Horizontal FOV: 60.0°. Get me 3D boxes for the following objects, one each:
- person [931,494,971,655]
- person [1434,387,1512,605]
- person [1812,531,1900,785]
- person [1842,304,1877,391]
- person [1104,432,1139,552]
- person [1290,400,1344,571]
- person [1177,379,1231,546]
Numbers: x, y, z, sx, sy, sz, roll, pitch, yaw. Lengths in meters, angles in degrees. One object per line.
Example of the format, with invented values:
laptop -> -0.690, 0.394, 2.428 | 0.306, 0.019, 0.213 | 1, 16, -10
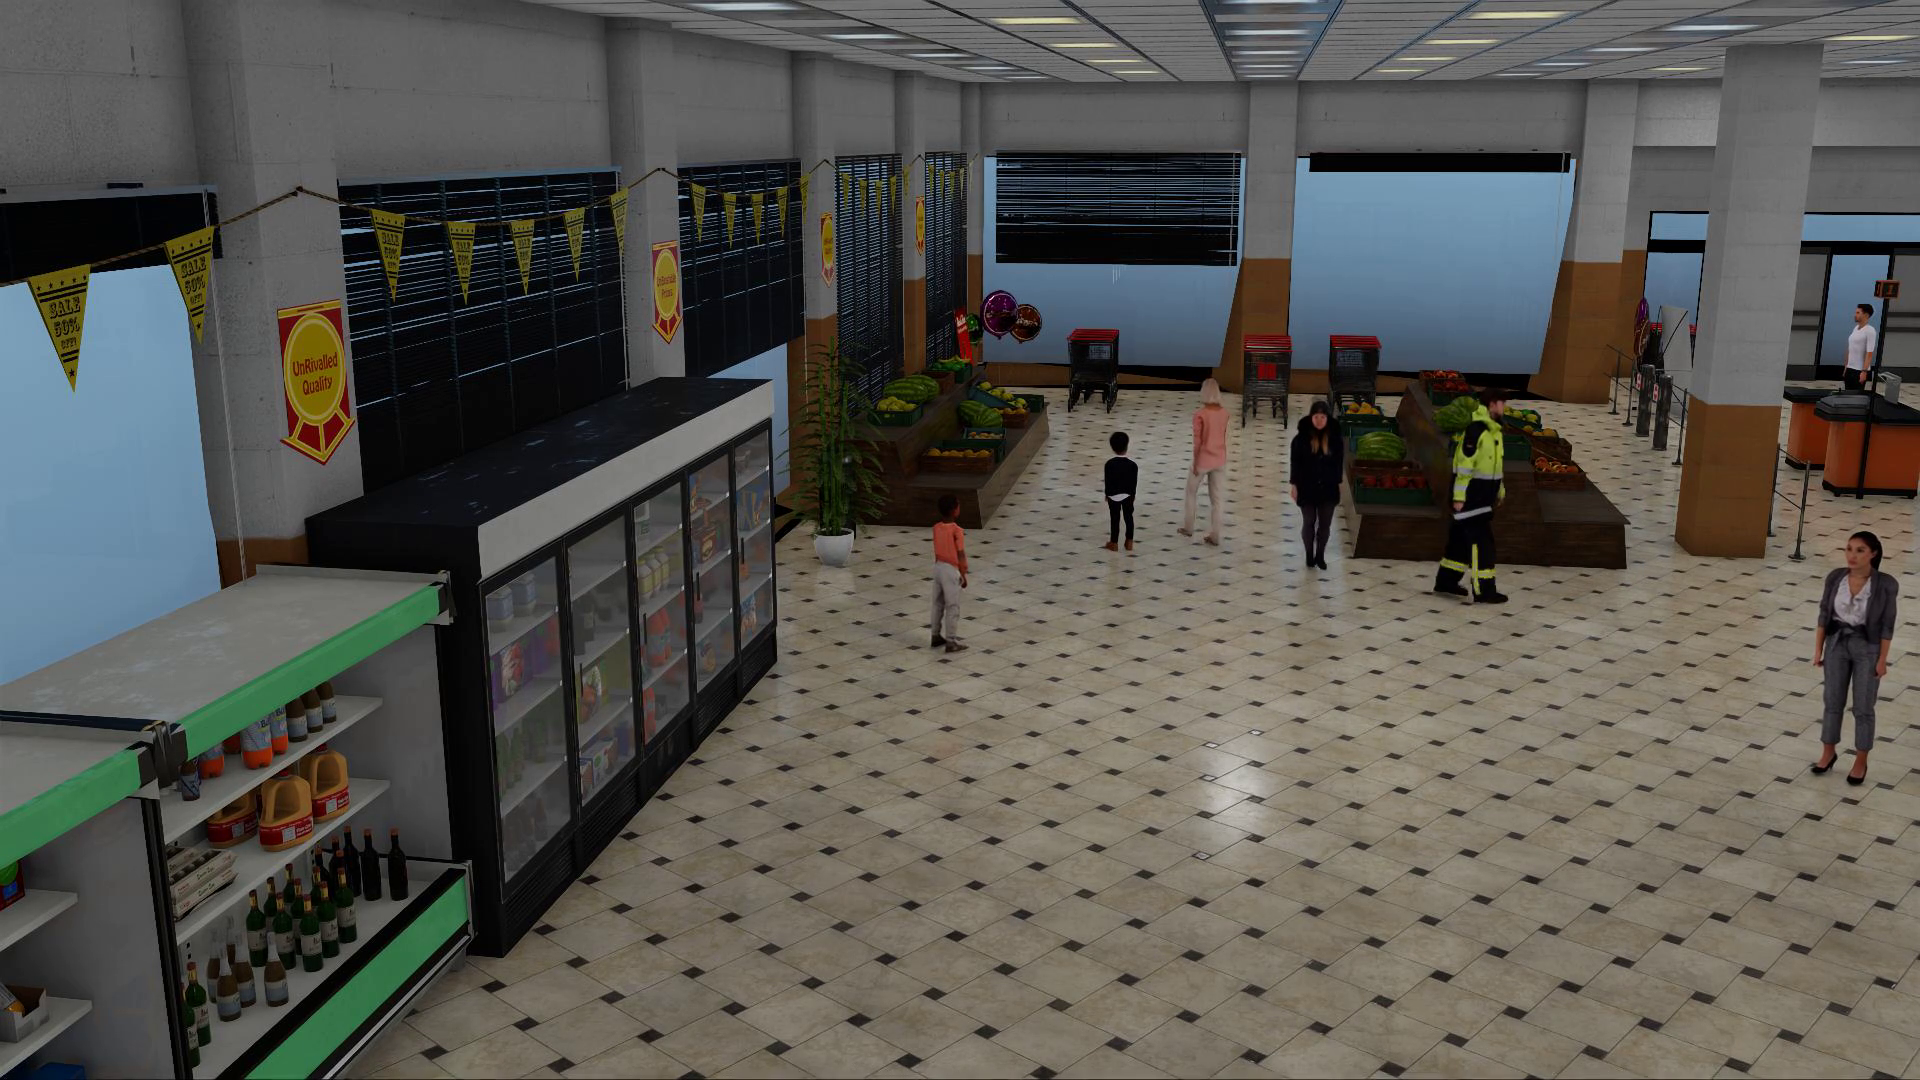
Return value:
person -> -0.101, 0.270, 13.664 | 0.592, 1.306, 0.544 | -12, 18, -40
person -> 4.596, -0.415, 15.155 | 1.116, 1.936, 1.101 | 12, 18, 40
person -> 5.857, 0.754, 10.891 | 0.762, 1.674, 0.722 | -12, 18, -41
person -> 12.791, -2.441, 23.687 | 0.775, 1.851, 0.550 | 0, 14, -1
person -> 1.649, -0.499, 17.012 | 0.557, 1.223, 0.565 | -2, 14, -8
person -> 3.476, -0.543, 16.259 | 0.689, 1.664, 0.686 | 1, 14, 6
person -> 2.631, -0.792, 17.198 | 0.839, 1.706, 0.948 | -6, 15, -22
